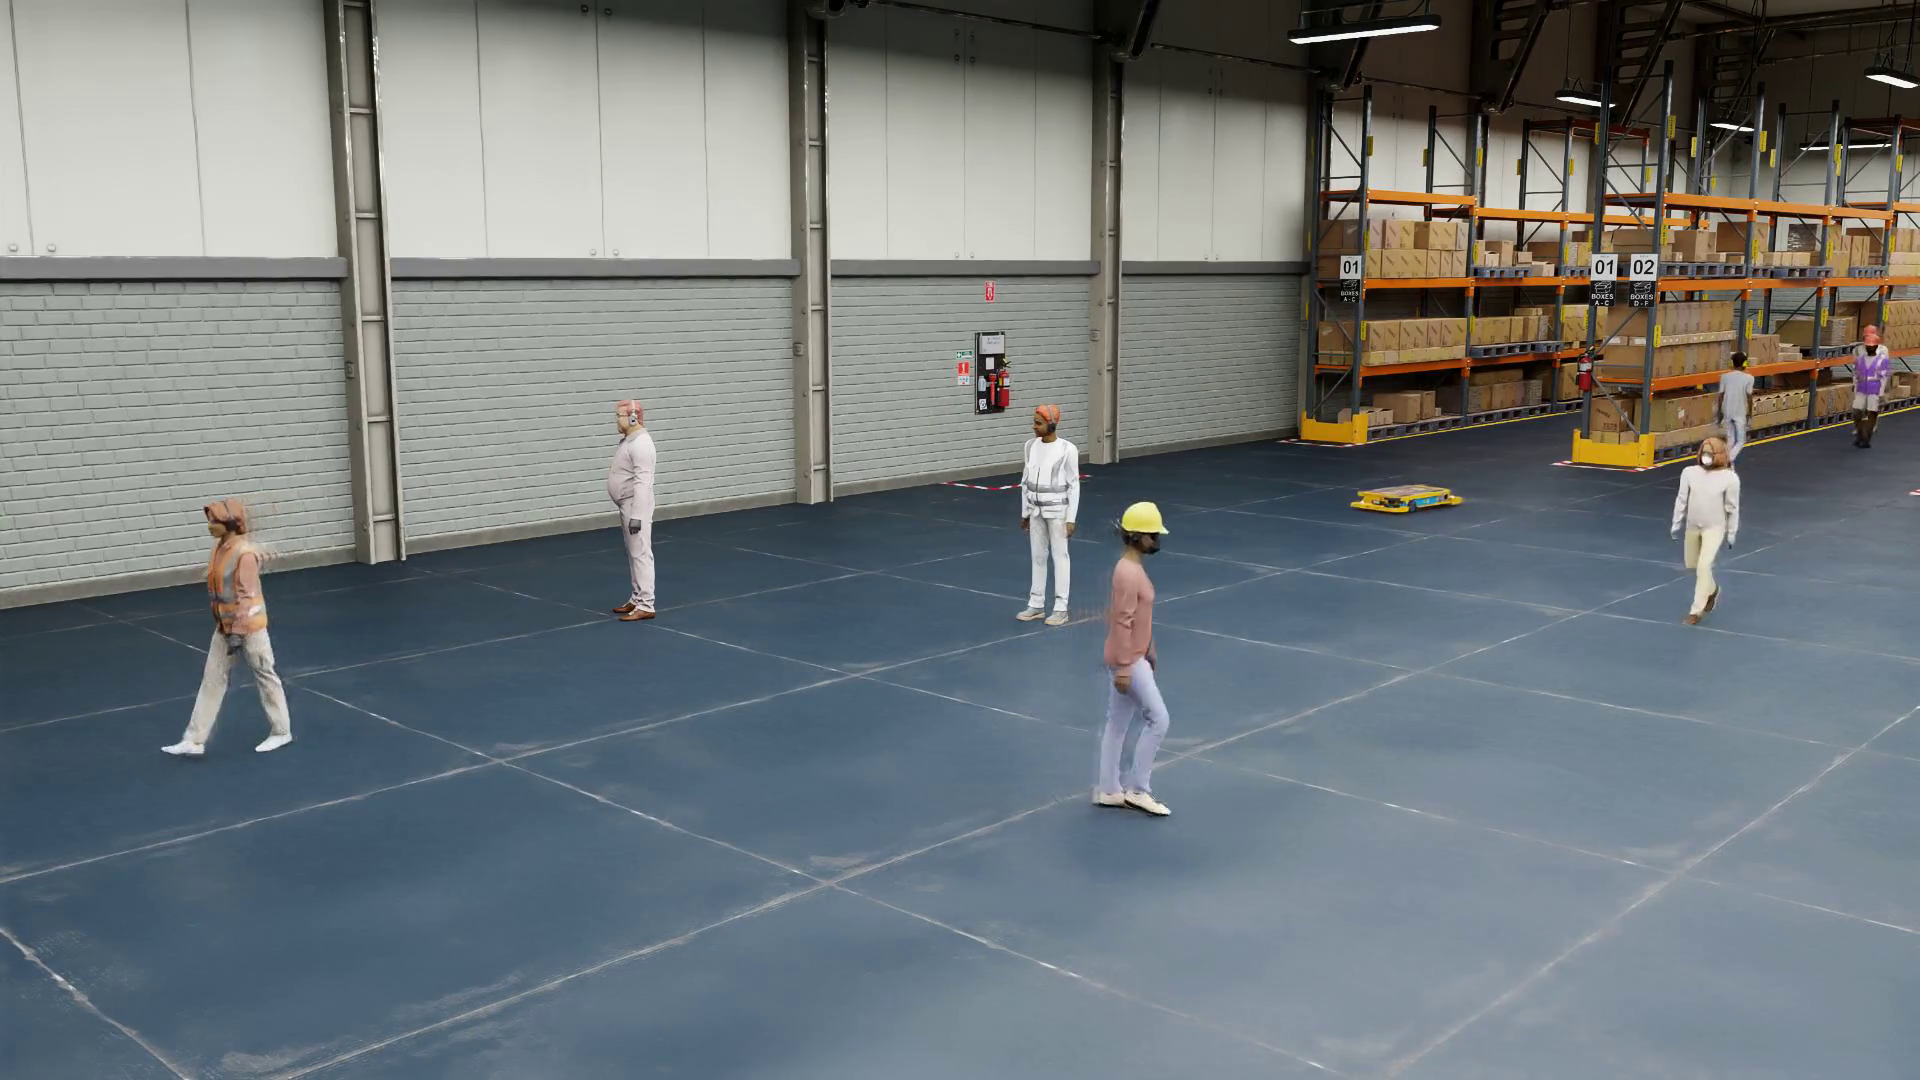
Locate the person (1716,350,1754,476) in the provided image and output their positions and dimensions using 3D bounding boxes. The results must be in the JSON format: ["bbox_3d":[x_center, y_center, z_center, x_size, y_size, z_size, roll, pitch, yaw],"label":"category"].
[{"bbox_3d":[11.068,-1.782,23.811,0.635,1.855,0.515,-8,12,-41],"label":"person"}]

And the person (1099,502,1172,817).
[{"bbox_3d":[1.022,0.659,9.194,0.554,1.745,0.555,1,9,8],"label":"person"}]

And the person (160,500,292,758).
[{"bbox_3d":[-4.521,0.564,10.216,0.531,1.599,0.819,8,12,41],"label":"person"}]

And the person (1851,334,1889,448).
[{"bbox_3d":[15.212,-2.482,27.840,0.422,1.920,0.550,-8,12,-40],"label":"person"}]

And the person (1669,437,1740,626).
[{"bbox_3d":[6.418,-0.097,14.251,0.718,1.609,0.511,-8,12,-39],"label":"person"}]

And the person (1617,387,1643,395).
[{"bbox_3d":[11.838,-2.660,29.199,0.600,1.831,0.404,8,12,39],"label":"person"}]

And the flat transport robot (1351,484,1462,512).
[{"bbox_3d":[5.634,-0.531,20.968,1.431,0.197,0.652,-8,12,-39],"label":"flat transport robot"}]

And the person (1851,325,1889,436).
[{"bbox_3d":[16.442,-2.886,30.045,0.614,2.017,0.935,9,13,44],"label":"person"}]

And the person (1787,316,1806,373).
[{"bbox_3d":[18.454,-3.937,36.574,0.465,1.973,0.613,-8,12,-41],"label":"person"}]

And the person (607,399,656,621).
[{"bbox_3d":[-2.828,-0.263,14.355,0.410,1.912,0.643,-3,10,-18],"label":"person"}]

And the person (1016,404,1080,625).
[{"bbox_3d":[0.751,-0.218,14.162,0.575,1.883,0.362,9,13,42],"label":"person"}]
